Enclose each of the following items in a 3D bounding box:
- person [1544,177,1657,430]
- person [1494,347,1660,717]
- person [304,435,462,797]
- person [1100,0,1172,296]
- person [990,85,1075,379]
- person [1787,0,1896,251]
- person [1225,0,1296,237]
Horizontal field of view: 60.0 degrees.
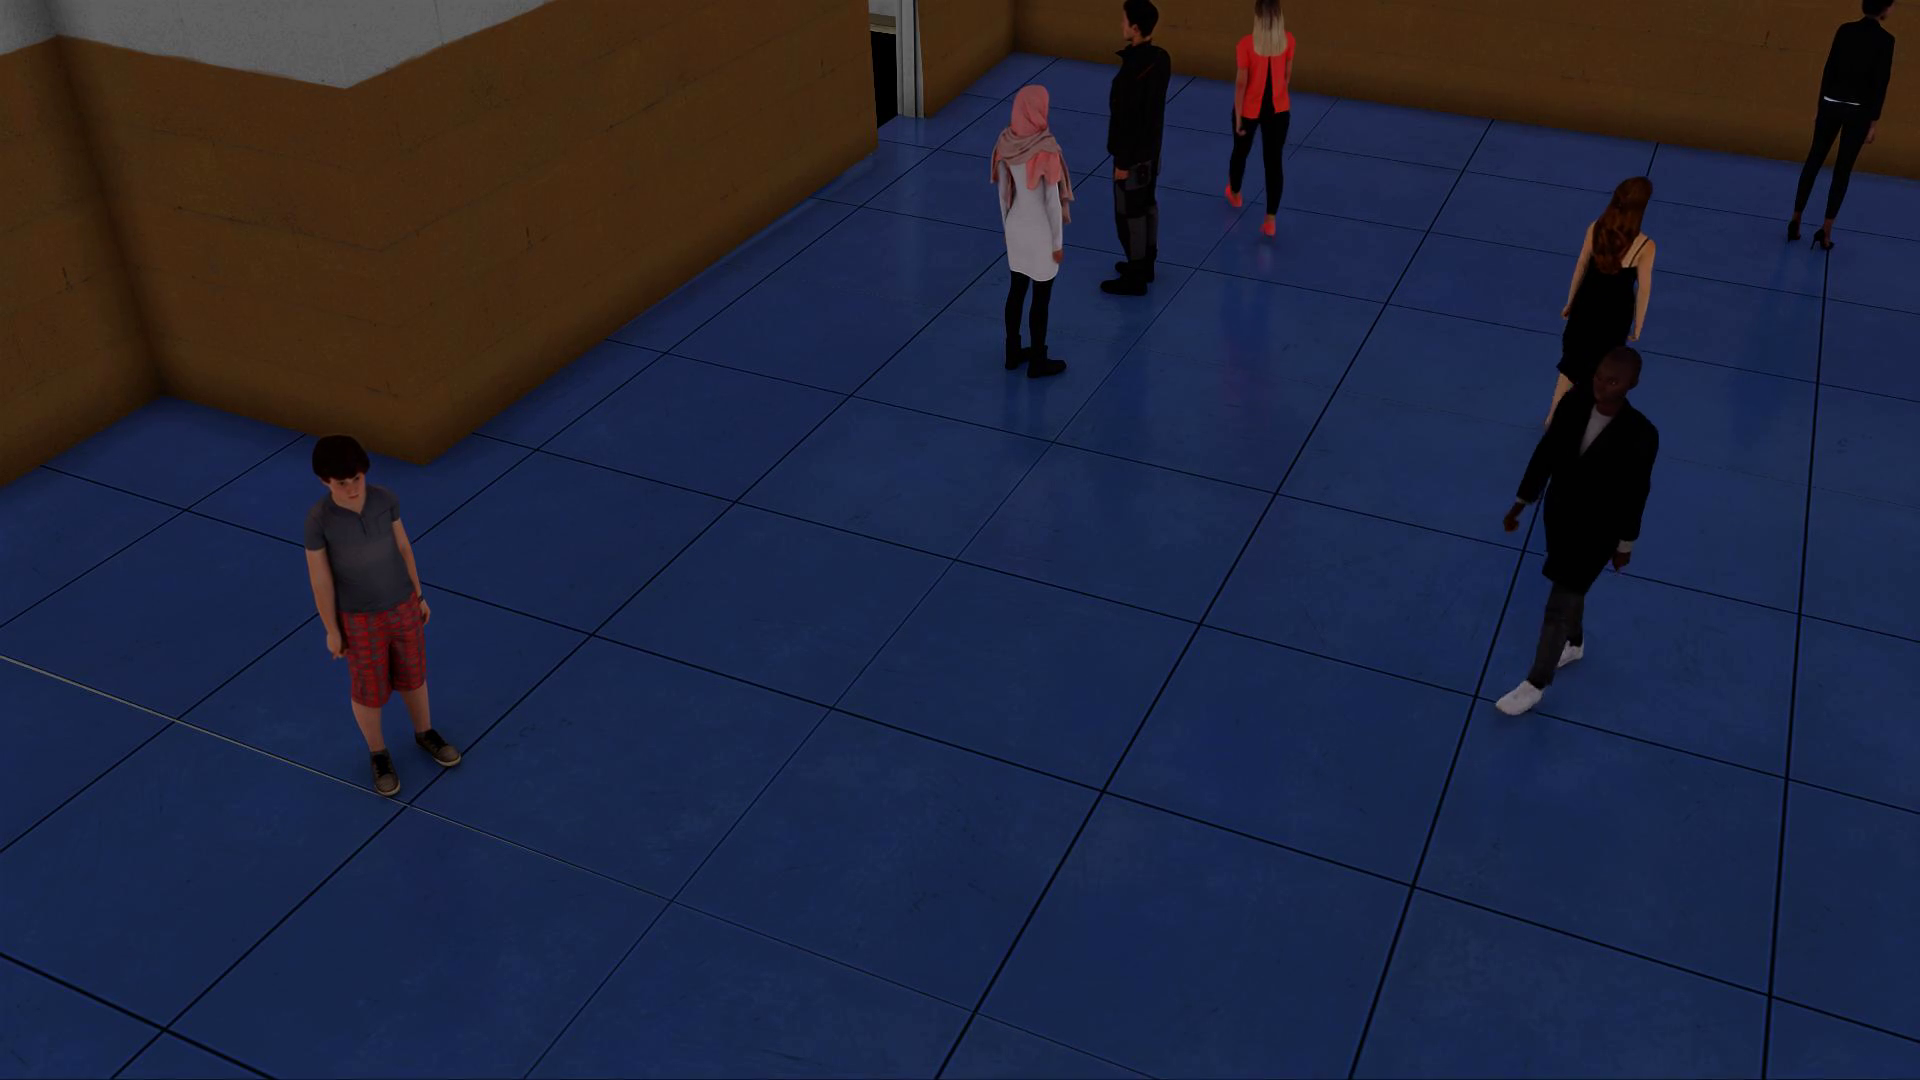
[{"bbox_3d":[3.483,-1.211,9.158,0.779,1.613,0.723,-28,43,-35],"label":"person"},{"bbox_3d":[2.825,-0.094,7.370,1.035,1.734,1.018,-15,37,-22],"label":"person"},{"bbox_3d":[-2.414,0.285,6.864,0.665,1.650,0.650,-26,41,-33],"label":"person"},{"bbox_3d":[1.160,-2.565,10.894,0.577,1.944,0.694,14,36,20],"label":"person"},{"bbox_3d":[0.426,-1.823,9.905,0.770,1.804,0.650,-29,43,-36],"label":"person"},{"bbox_3d":[6.117,-2.912,11.515,0.739,1.836,0.622,-21,39,-29],"label":"person"},{"bbox_3d":[2.161,-2.959,11.752,1.188,1.650,1.056,-3,34,-4],"label":"person"}]
